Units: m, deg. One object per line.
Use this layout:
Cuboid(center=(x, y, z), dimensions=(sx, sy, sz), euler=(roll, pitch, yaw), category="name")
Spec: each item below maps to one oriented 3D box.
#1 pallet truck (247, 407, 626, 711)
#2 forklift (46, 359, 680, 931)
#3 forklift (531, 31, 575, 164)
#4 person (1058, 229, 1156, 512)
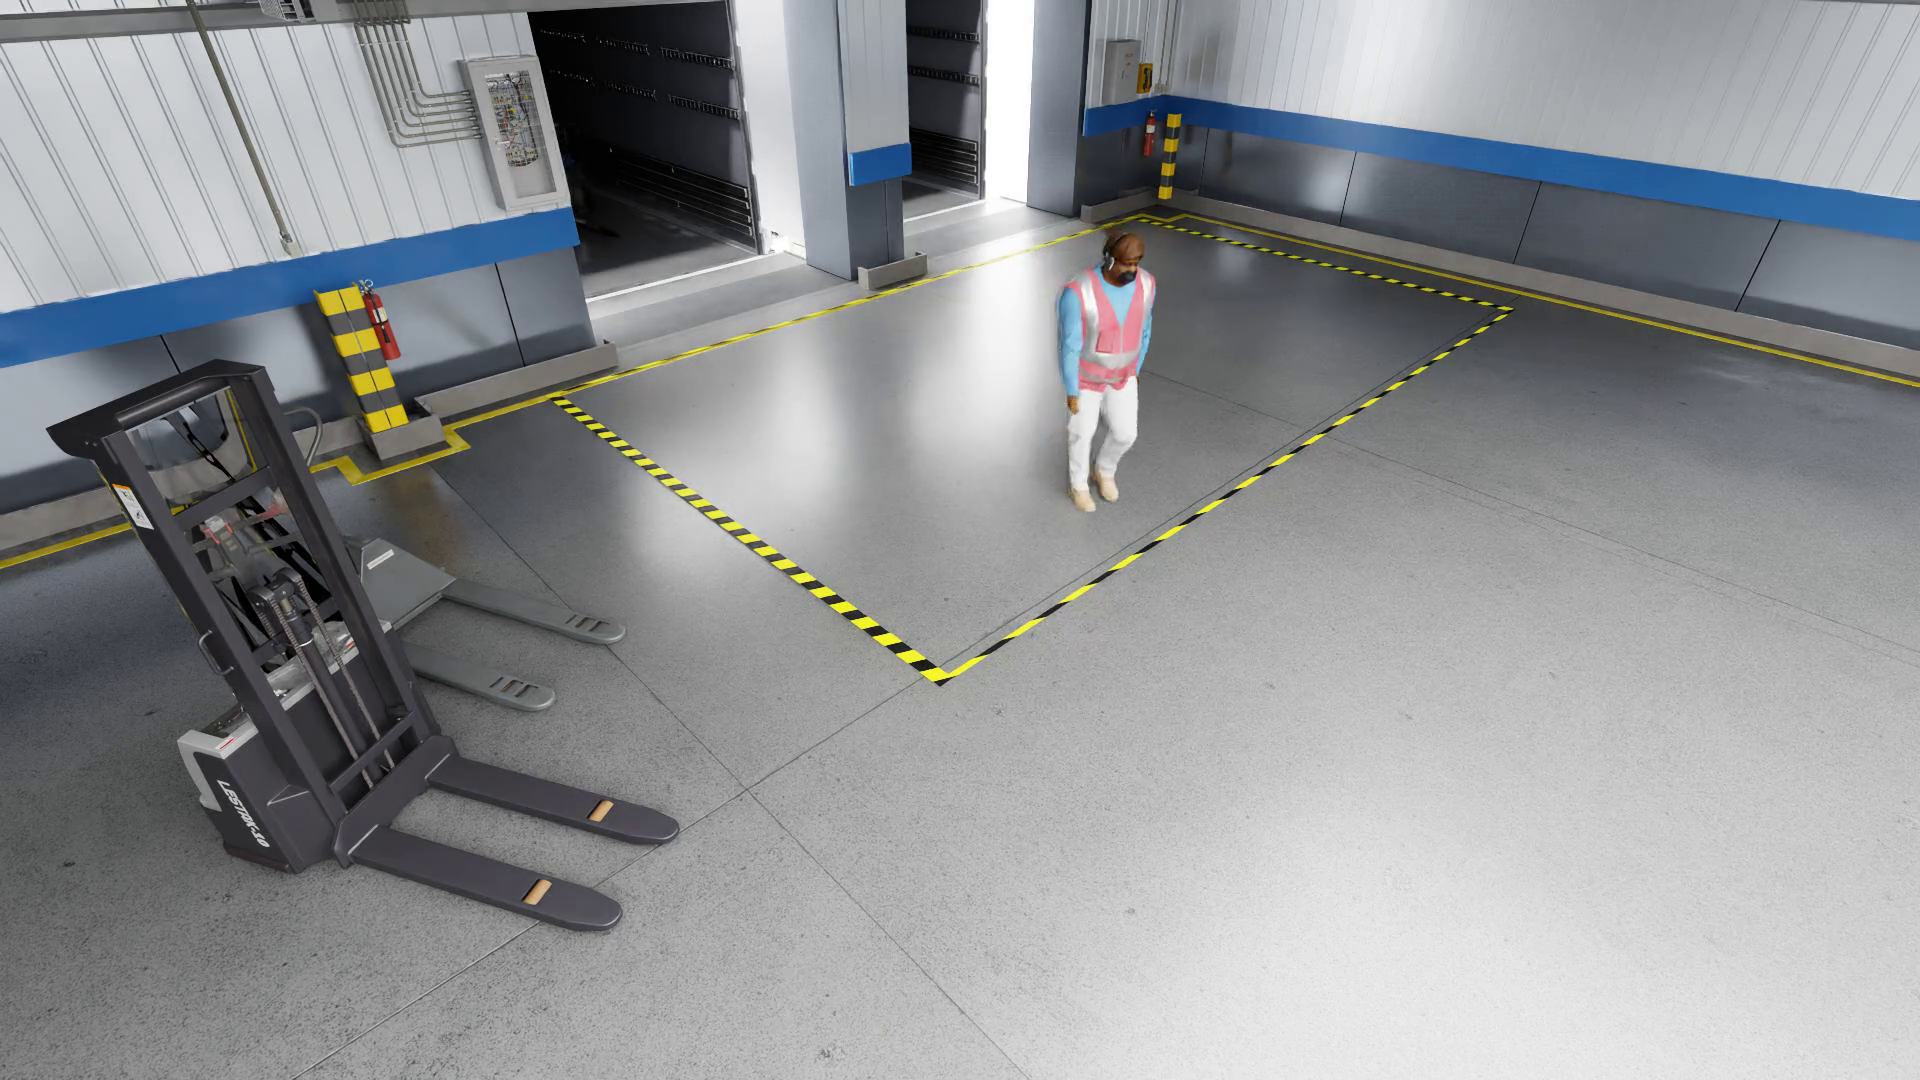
Cuboid(center=(-2.628, 0.038, 4.590), dimensions=(1.601, 1.201, 0.680), euler=(12, 36, 18), category="pallet truck")
Cuboid(center=(-2.135, 0.422, 3.354), dimensions=(1.885, 1.965, 0.823), euler=(10, 35, 14), category="forklift")
Cuboid(center=(-5.841, -5.184, 11.278), dimensions=(2.680, 2.036, 1.157), euler=(29, 44, 36), category="forklift")
Cuboid(center=(0.872, -0.989, 5.596), dimensions=(0.631, 1.818, 0.443), euler=(-10, 35, -14), category="person")
